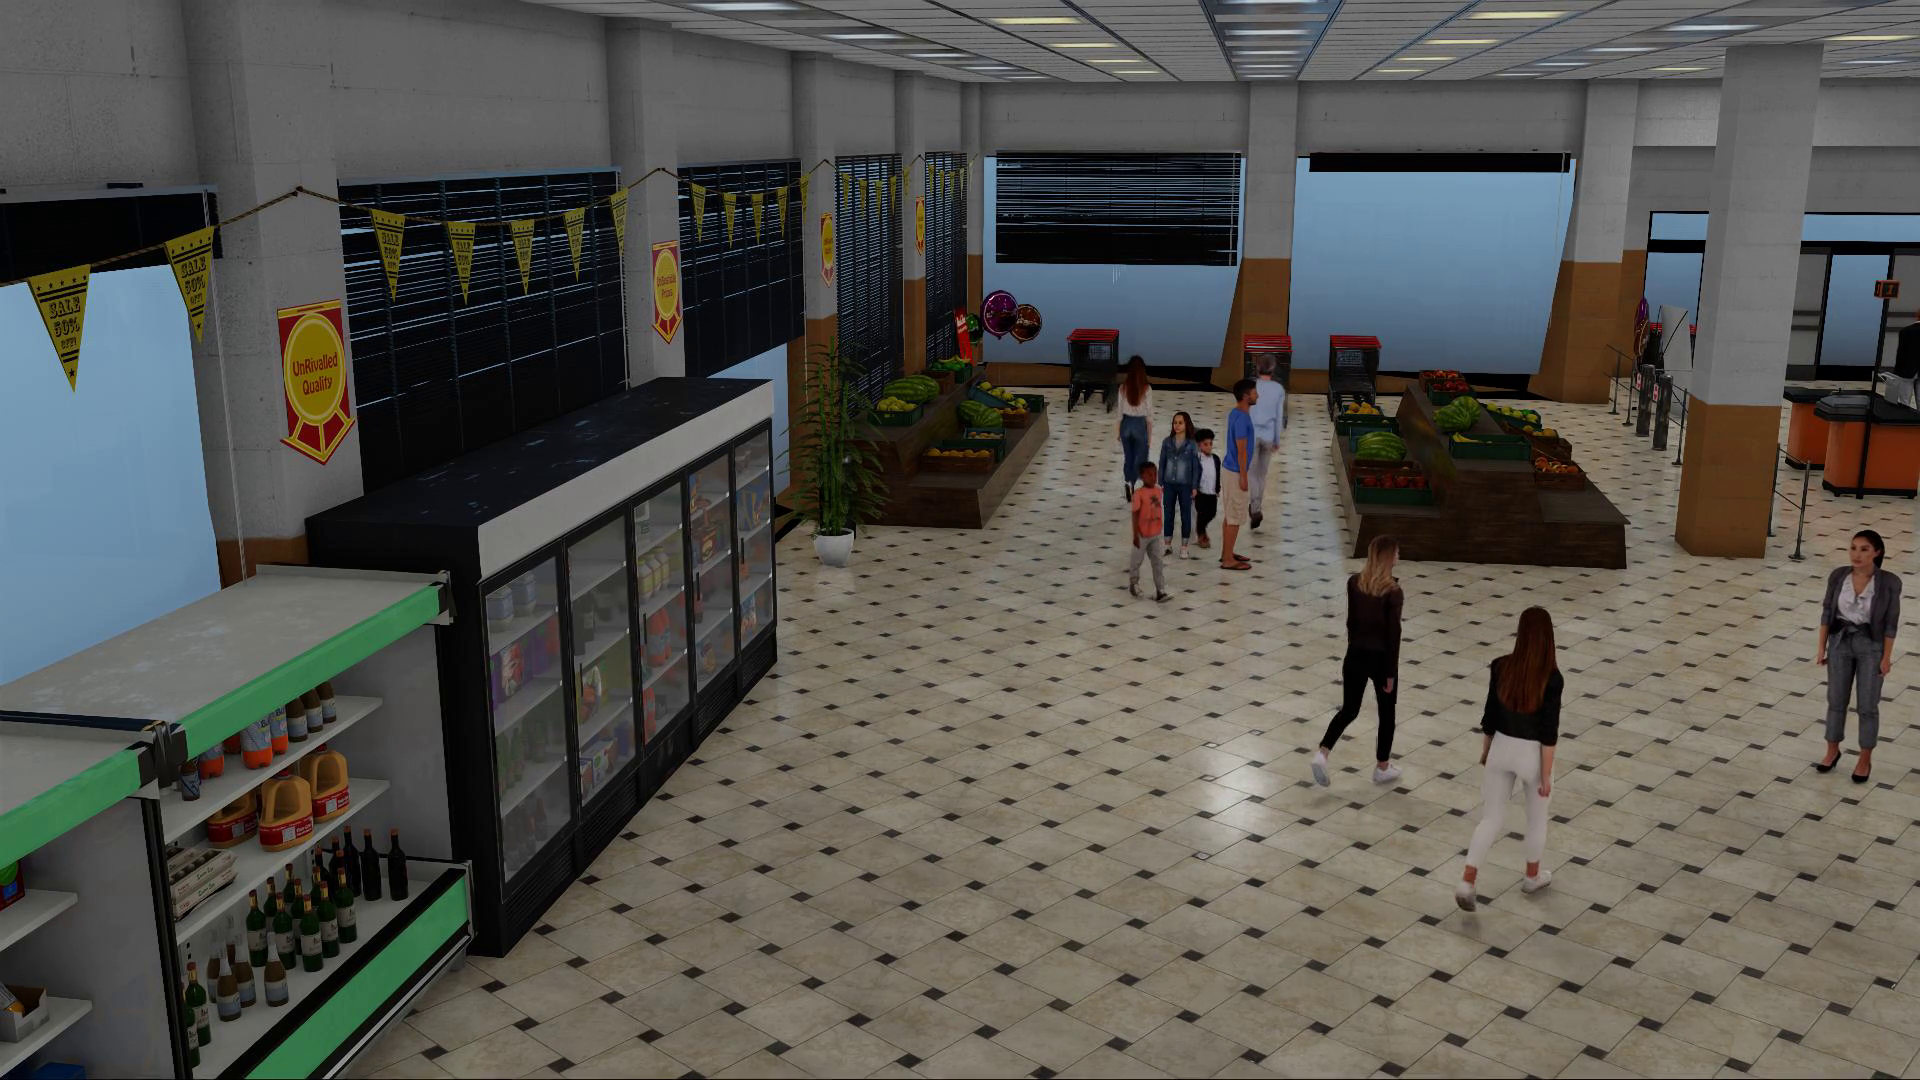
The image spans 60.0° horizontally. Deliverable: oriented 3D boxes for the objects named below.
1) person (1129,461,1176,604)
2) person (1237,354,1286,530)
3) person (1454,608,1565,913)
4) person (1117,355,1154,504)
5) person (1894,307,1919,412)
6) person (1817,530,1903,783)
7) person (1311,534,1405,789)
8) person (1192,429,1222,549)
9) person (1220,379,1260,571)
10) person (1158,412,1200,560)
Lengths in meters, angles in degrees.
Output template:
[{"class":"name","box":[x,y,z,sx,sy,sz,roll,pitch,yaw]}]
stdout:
[{"class":"person","box":[1.665,-0.074,15.135,0.798,1.281,0.950,-6,15,-22]},{"class":"person","box":[3.218,-1.027,17.873,0.837,1.844,1.335,0,14,-2]},{"class":"person","box":[2.971,1.220,8.976,1.010,1.670,1.192,12,18,40]},{"class":"person","box":[1.974,-1.233,19.002,0.720,1.712,0.973,6,15,22]},{"class":"person","box":[13.304,-2.360,23.145,0.691,1.948,0.580,3,14,11]},{"class":"person","box":[5.900,0.744,10.930,0.756,1.674,0.721,-13,19,-42]},{"class":"person","box":[2.567,0.807,10.656,1.113,1.682,1.010,-11,18,-38]},{"class":"person","box":[2.516,-0.549,17.229,0.655,1.219,0.737,-5,14,-20]},{"class":"person","box":[2.709,-0.659,16.319,0.735,1.861,0.555,0,14,1]},{"class":"person","box":[2.198,-0.561,16.728,0.615,1.477,0.579,6,15,24]}]
